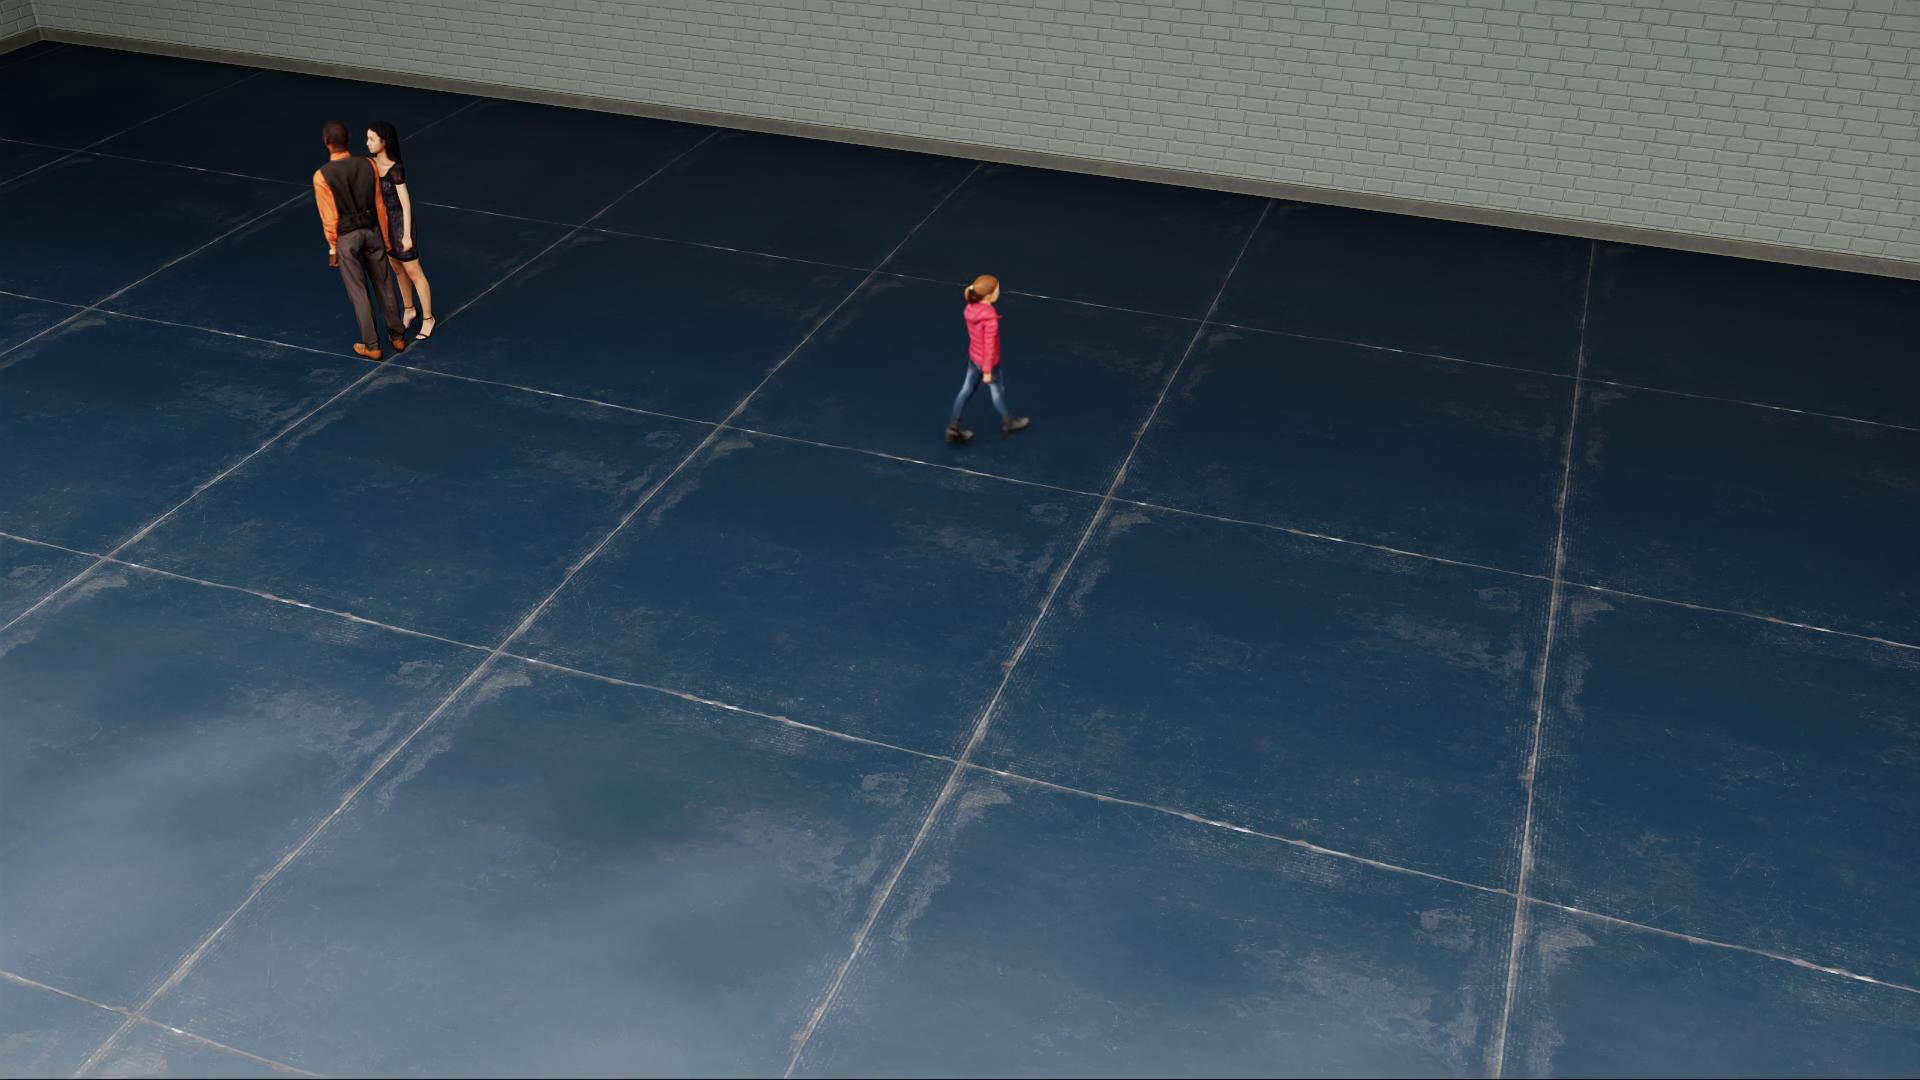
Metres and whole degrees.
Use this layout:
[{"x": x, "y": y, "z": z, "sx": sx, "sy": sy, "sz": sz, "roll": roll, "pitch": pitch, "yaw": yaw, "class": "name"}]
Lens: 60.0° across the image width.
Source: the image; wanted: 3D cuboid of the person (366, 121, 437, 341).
[{"x": -4.483, "y": -2.473, "z": 13.292, "sx": 0.650, "sy": 1.792, "sz": 0.606, "roll": 25, "pitch": 41, "yaw": 33, "class": "person"}]

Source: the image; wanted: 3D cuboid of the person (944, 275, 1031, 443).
[{"x": 0.102, "y": -1.261, "z": 11.893, "sx": 0.944, "sy": 1.286, "sz": 0.878, "roll": -14, "pitch": 36, "yaw": -21, "class": "person"}]

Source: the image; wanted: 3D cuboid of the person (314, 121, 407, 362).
[{"x": -4.680, "y": -2.332, "z": 12.969, "sx": 0.715, "sy": 1.908, "sz": 0.844, "roll": -27, "pitch": 42, "yaw": -35, "class": "person"}]
